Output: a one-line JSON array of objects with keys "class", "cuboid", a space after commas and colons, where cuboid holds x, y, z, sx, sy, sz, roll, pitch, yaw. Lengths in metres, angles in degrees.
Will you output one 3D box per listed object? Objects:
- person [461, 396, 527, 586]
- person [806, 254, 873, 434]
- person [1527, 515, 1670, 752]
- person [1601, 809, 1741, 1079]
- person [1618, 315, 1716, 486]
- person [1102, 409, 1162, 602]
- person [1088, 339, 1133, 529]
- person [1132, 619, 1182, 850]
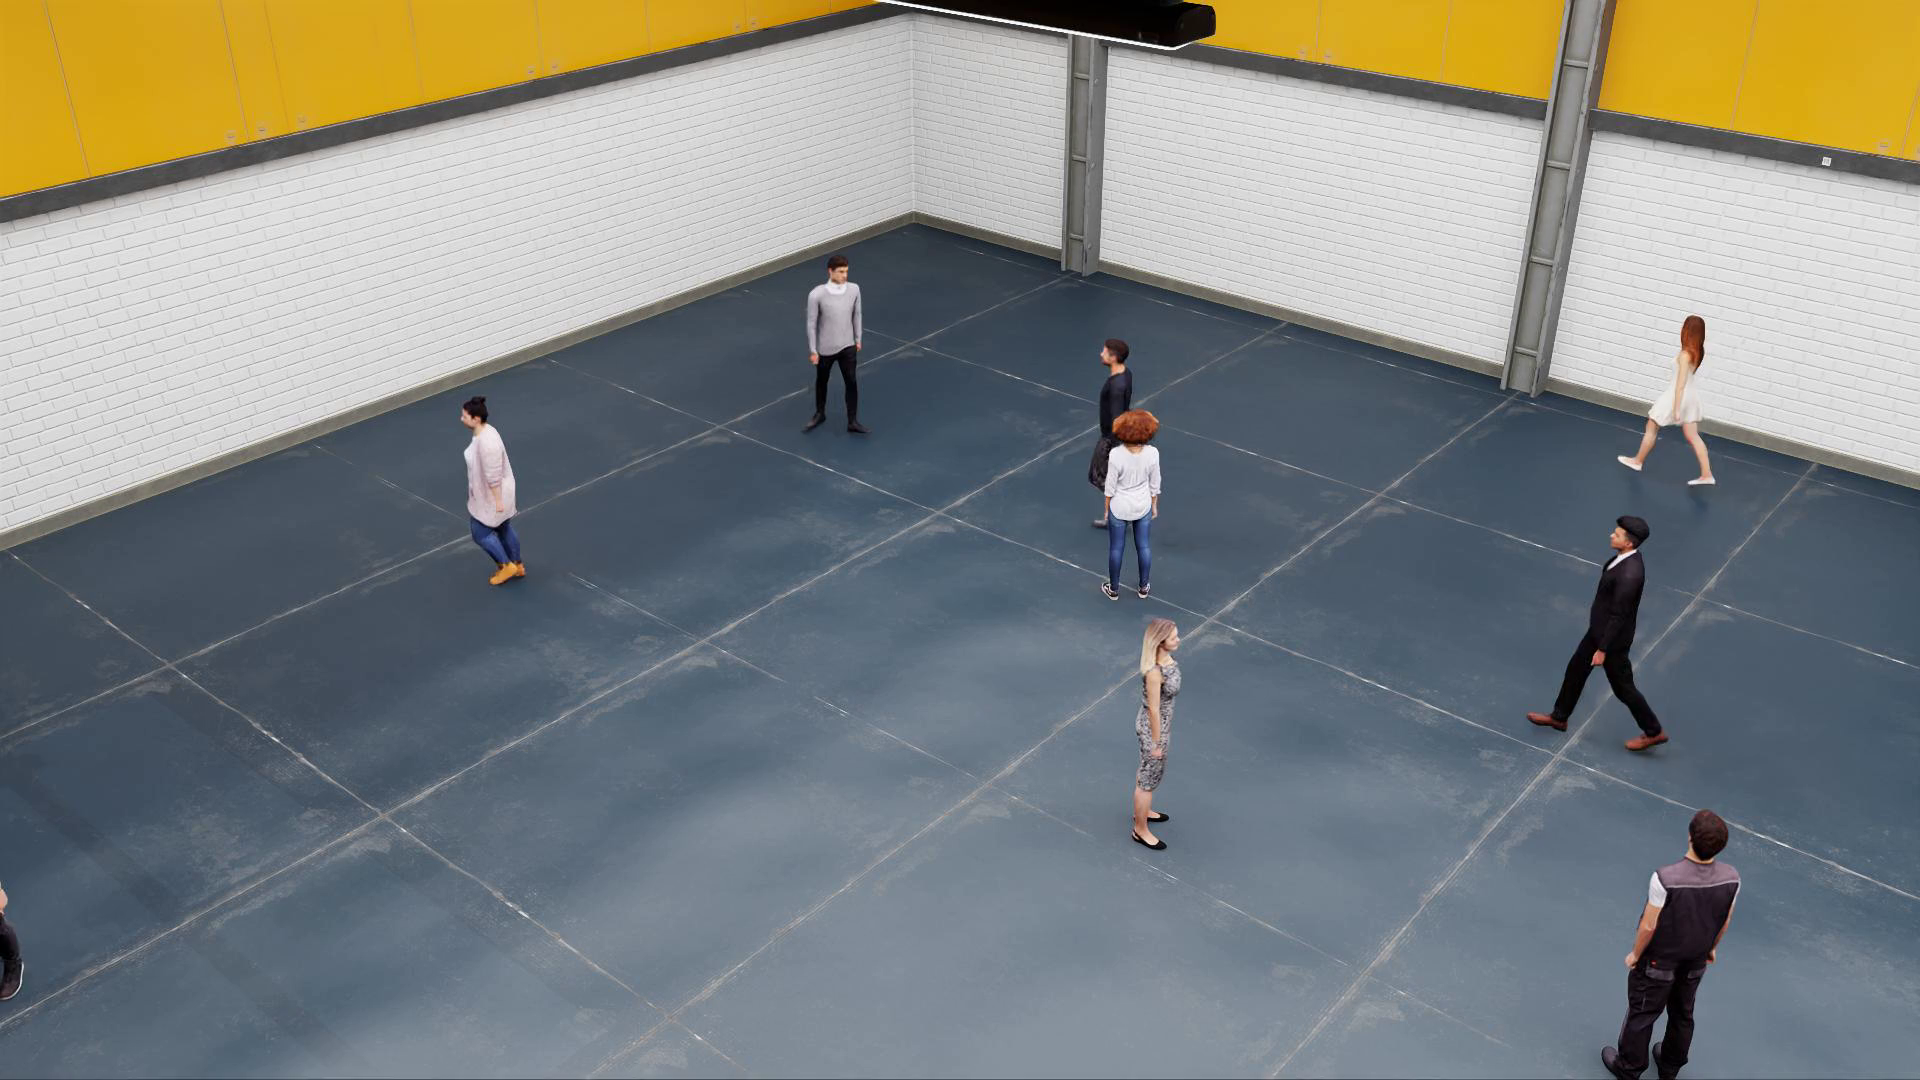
[{"class": "person", "cuboid": [-3.873, -0.420, 14.095, 0.874, 1.732, 0.781, -8, 30, -15]}, {"class": "person", "cuboid": [-1.304, -1.995, 16.815, 0.996, 1.893, 1.079, -9, 30, -16]}, {"class": "person", "cuboid": [4.784, 0.707, 11.914, 1.319, 1.842, 1.005, 9, 30, 17]}, {"class": "person", "cuboid": [3.910, 2.247, 9.084, 0.730, 1.849, 0.792, -2, 29, -4]}, {"class": "person", "cuboid": [6.905, -1.279, 15.735, 0.701, 1.669, 1.216, -21, 35, -34]}, {"class": "person", "cuboid": [1.429, -0.296, 13.887, 0.751, 1.714, 0.810, -3, 29, -5]}, {"class": "person", "cuboid": [1.468, -0.898, 14.838, 0.821, 1.859, 0.763, 9, 30, 16]}, {"class": "person", "cuboid": [1.284, 1.253, 11.056, 0.638, 1.705, 0.639, 6, 29, 10]}]
